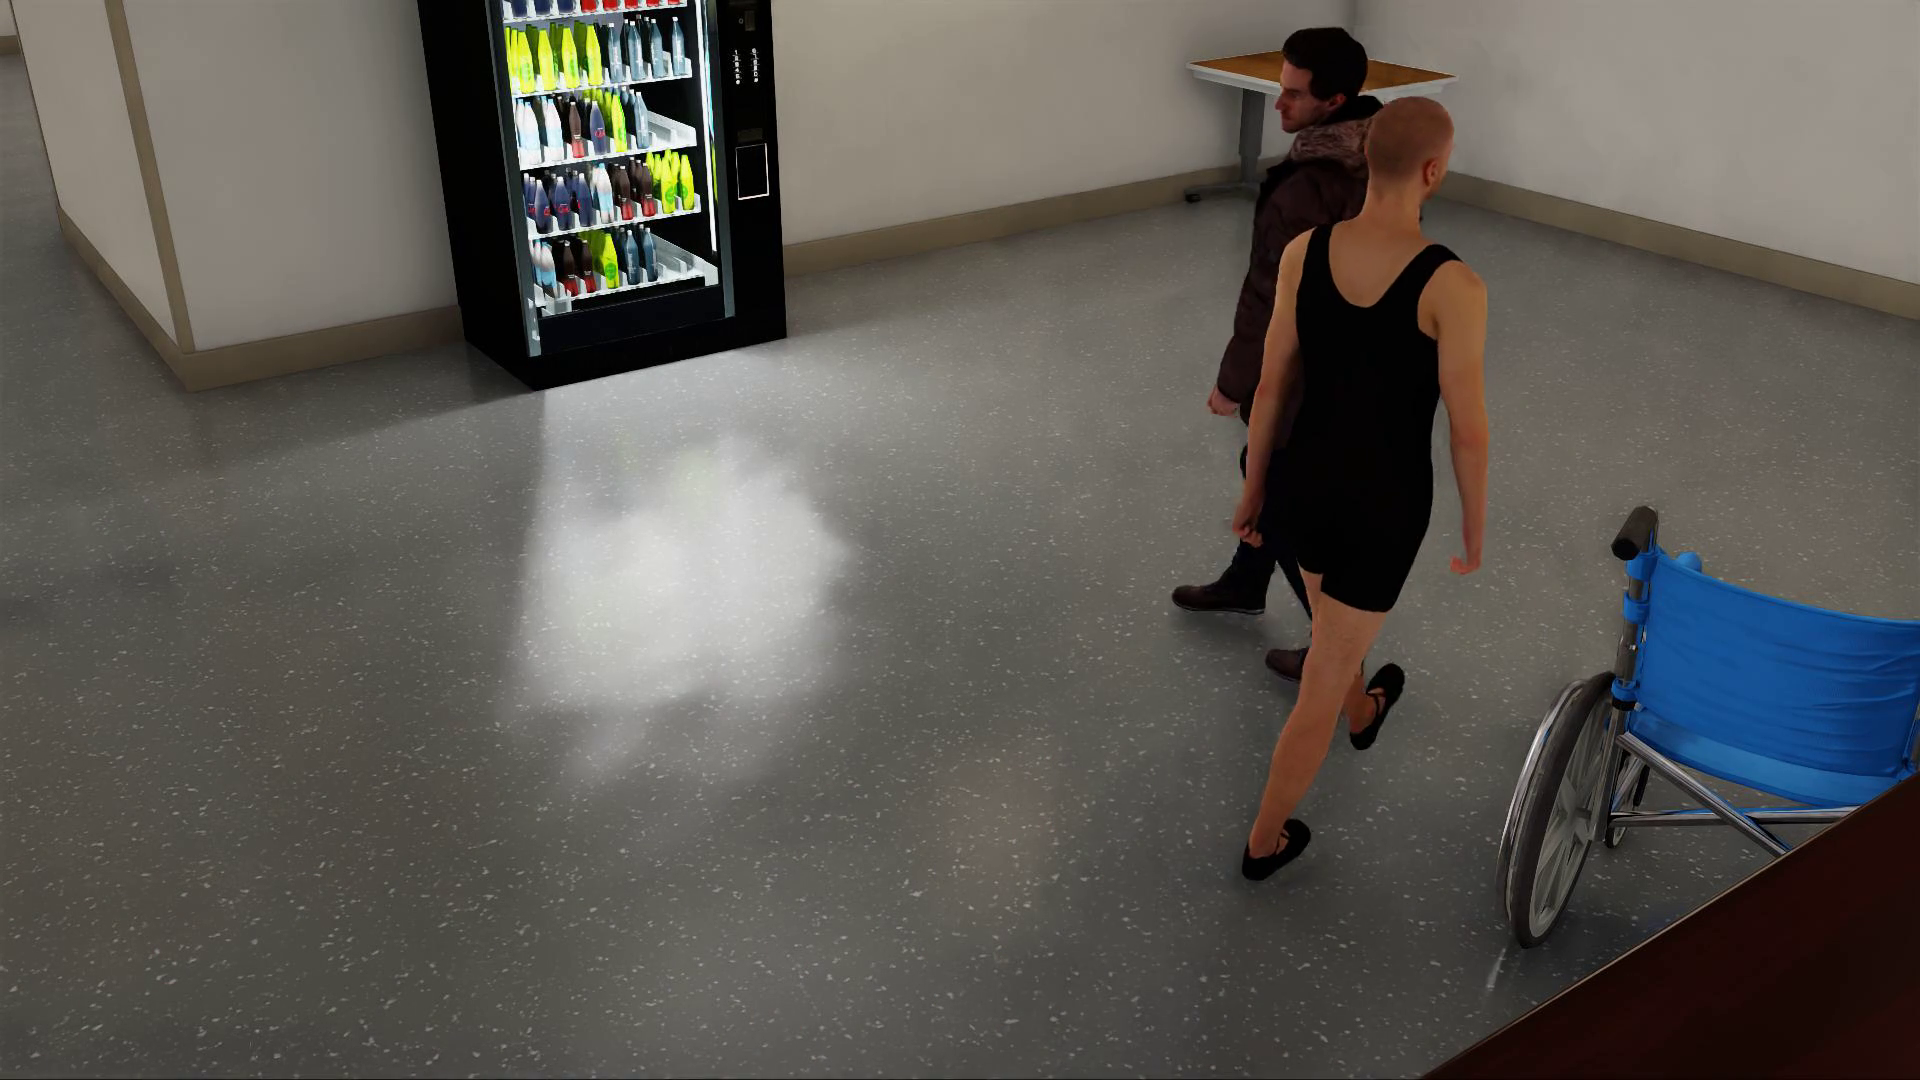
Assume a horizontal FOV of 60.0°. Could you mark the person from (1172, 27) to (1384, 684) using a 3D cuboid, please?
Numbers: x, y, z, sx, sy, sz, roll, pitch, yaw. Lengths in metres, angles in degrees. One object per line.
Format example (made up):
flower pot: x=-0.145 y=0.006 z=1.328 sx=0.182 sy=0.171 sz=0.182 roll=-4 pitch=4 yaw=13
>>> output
person: x=0.989 y=-0.411 z=4.466 sx=1.060 sy=1.796 sz=1.026 roll=16 pitch=30 yaw=30

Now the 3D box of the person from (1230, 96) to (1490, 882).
person: x=0.819 y=-0.034 z=3.712 sx=0.839 sy=1.772 sz=1.161 roll=21 pitch=33 yaw=37
